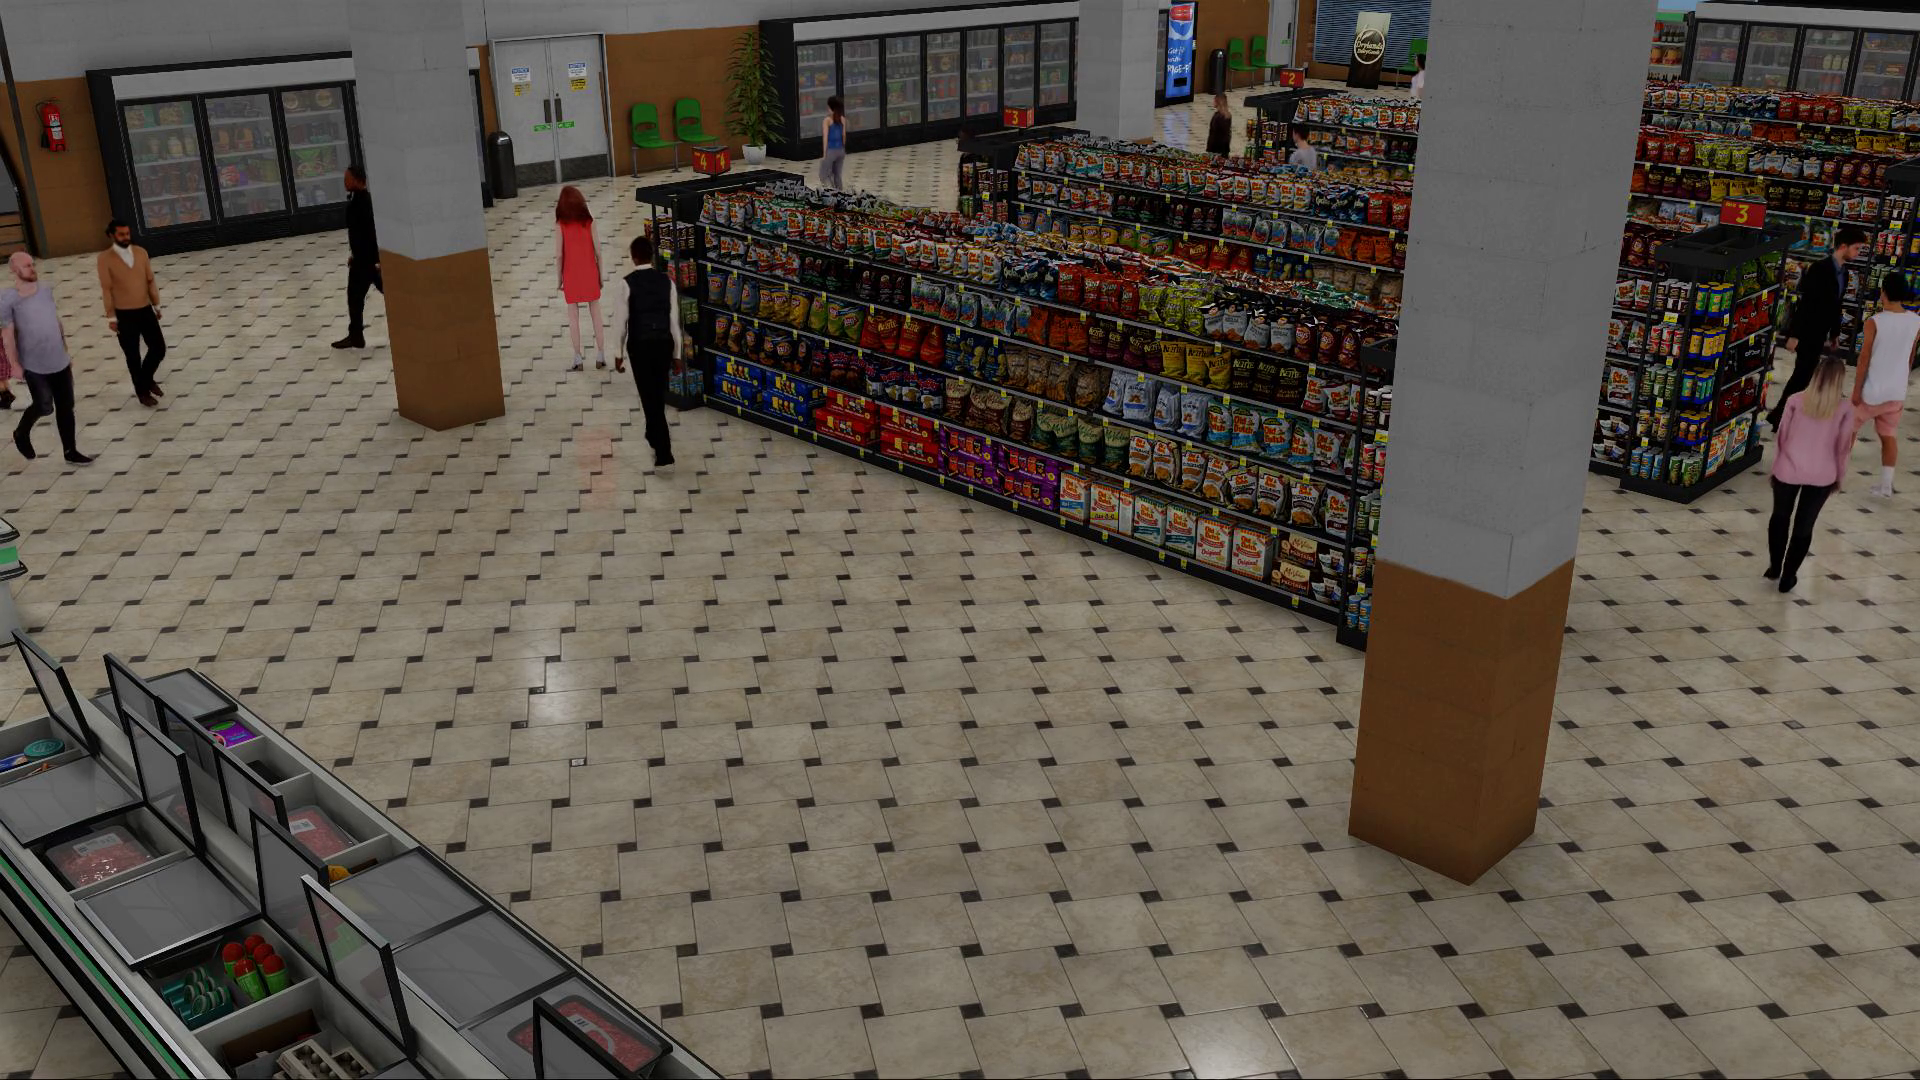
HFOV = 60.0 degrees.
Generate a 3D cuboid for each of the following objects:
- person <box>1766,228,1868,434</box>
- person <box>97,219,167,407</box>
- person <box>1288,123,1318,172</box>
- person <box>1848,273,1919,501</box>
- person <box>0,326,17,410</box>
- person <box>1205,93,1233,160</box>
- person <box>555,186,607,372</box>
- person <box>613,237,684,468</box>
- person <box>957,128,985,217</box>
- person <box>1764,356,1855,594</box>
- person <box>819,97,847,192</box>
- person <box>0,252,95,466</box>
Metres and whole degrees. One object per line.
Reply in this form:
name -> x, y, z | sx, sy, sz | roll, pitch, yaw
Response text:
person -> 7.369, -1.817, 14.555 | 0.795, 1.853, 0.702 | -14, 26, -31
person -> -7.729, -2.112, 15.441 | 0.730, 1.740, 0.712 | 16, 27, 34
person -> 4.255, -4.193, 20.495 | 0.637, 1.833, 0.766 | -20, 29, -40
person -> 7.282, -1.162, 13.072 | 1.117, 1.742, 1.141 | 1, 22, 2
person -> -8.887, -1.695, 15.376 | 0.599, 1.014, 0.506 | 11, 24, 25
person -> 3.871, -5.659, 24.331 | 0.707, 1.694, 0.678 | 15, 26, 33
person -> -3.778, -2.600, 16.541 | 0.678, 1.825, 0.664 | -7, 23, -18
person -> -2.542, -1.504, 13.754 | 1.000, 1.870, 1.378 | -11, 24, -25
person -> 0.223, -4.117, 20.339 | 0.894, 1.808, 0.824 | -4, 22, -9
person -> 5.729, -0.418, 11.311 | 0.608, 1.676, 0.727 | 14, 26, 30
person -> -1.832, -5.712, 24.590 | 0.603, 1.598, 0.613 | -17, 27, -36
person -> -7.651, -1.479, 13.753 | 0.983, 1.823, 0.877 | 7, 23, 17
